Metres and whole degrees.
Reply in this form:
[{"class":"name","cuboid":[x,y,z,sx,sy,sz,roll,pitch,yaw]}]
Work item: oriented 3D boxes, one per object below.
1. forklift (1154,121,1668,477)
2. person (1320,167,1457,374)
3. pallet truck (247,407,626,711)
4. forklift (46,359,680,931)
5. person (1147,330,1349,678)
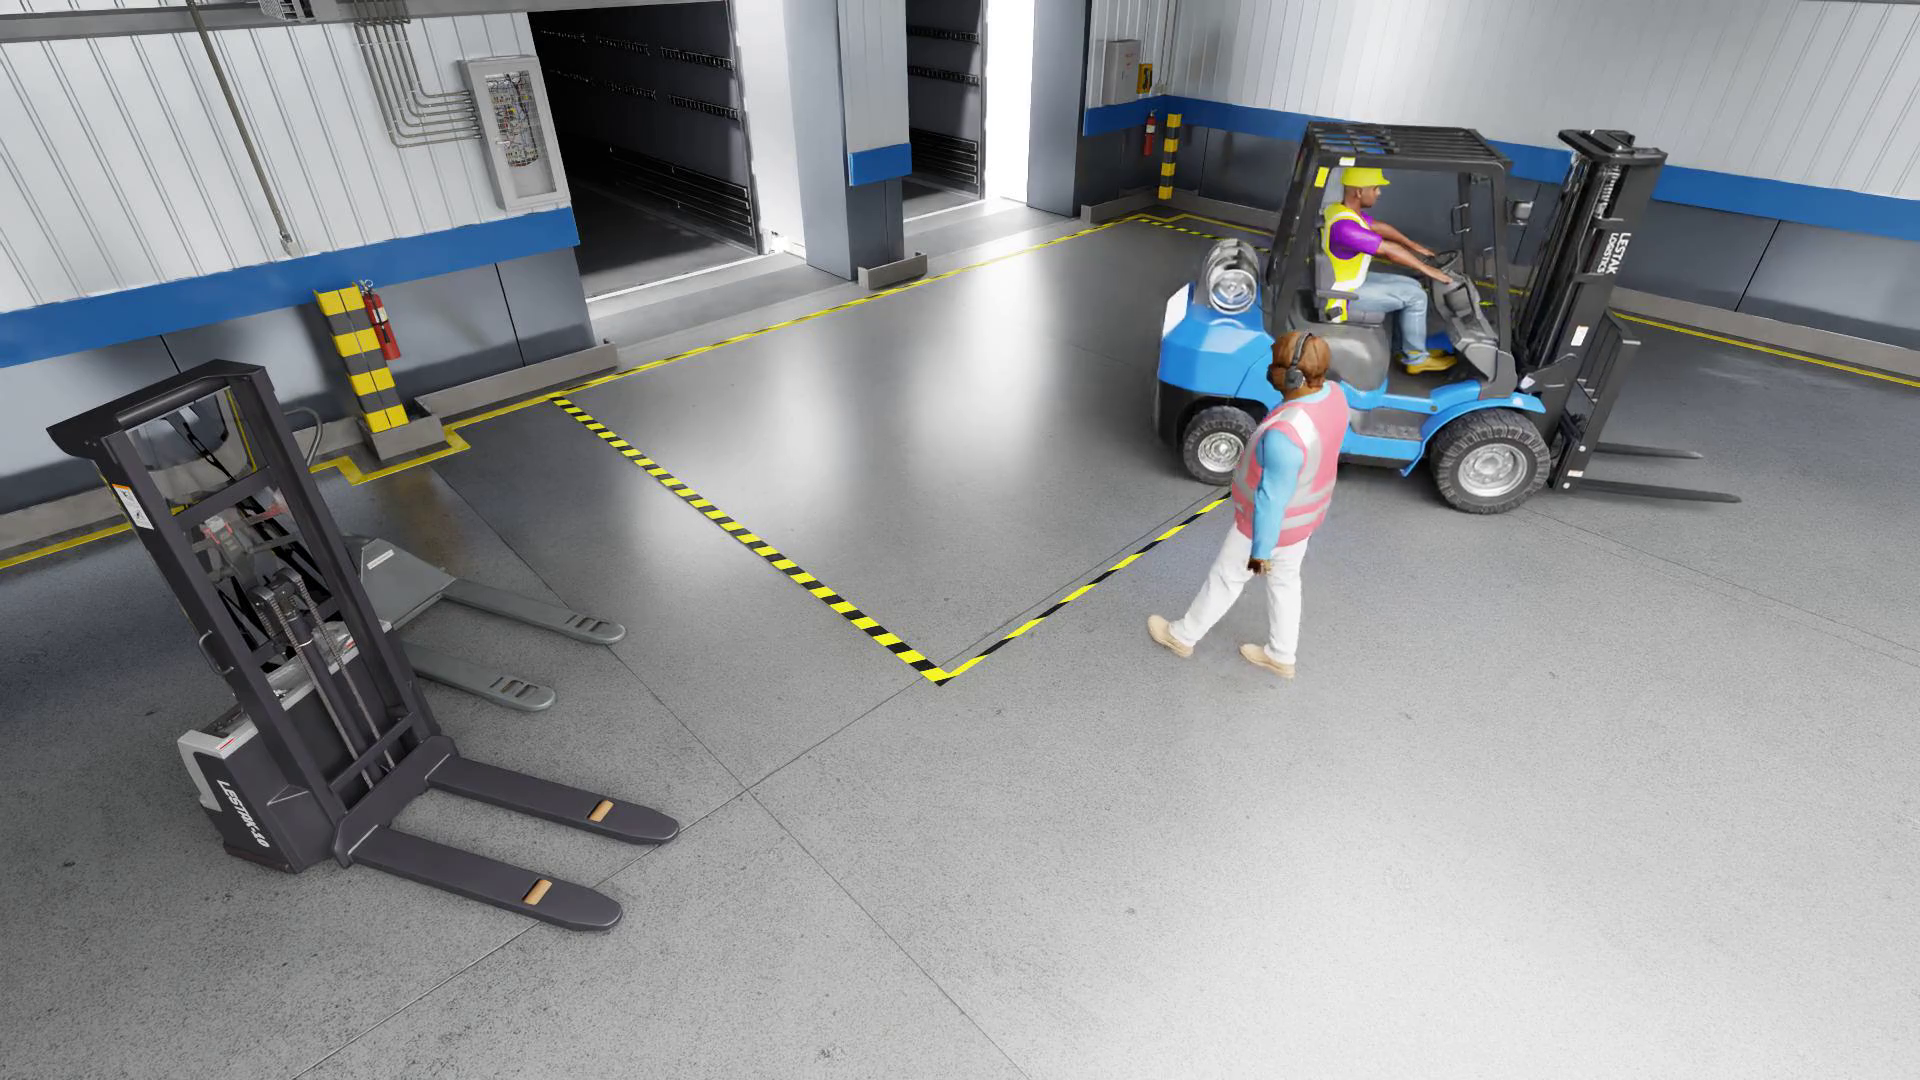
[{"class":"forklift","cuboid":[2.730,-1.577,5.978,2.680,2.036,1.157,8,35,11]},{"class":"person","cuboid":[2.786,-1.720,5.855,1.004,1.294,0.635,8,35,11]},{"class":"pallet truck","cuboid":[-2.628,0.038,4.590,1.601,1.201,0.680,12,36,18]},{"class":"forklift","cuboid":[-2.135,0.422,3.354,1.885,1.965,0.823,10,35,14]},{"class":"person","cuboid":[1.386,-0.153,4.363,0.757,1.813,0.645,27,43,34]}]
